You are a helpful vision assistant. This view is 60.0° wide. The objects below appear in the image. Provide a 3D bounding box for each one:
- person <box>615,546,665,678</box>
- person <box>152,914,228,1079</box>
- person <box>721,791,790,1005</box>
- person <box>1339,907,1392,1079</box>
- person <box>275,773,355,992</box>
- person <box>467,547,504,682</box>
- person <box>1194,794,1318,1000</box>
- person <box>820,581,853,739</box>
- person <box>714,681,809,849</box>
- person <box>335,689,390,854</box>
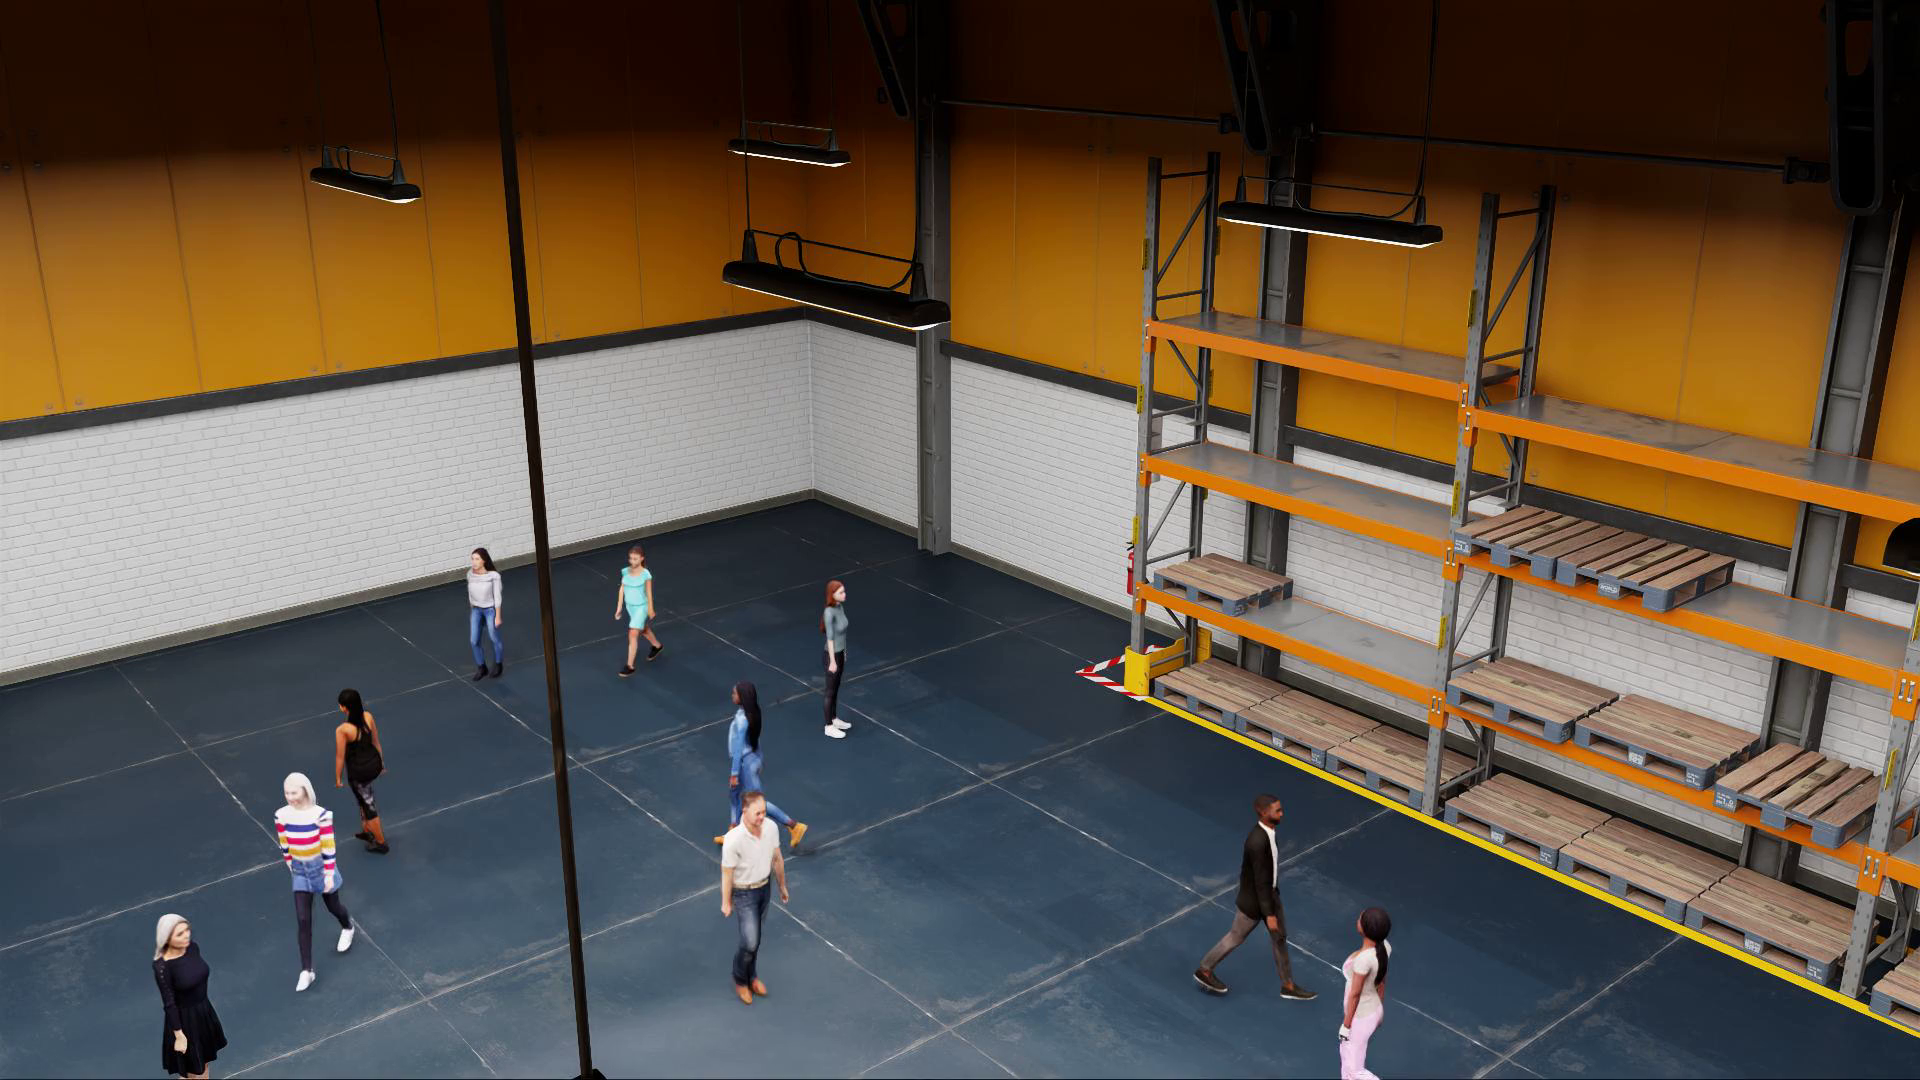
[{"bbox_3d":[-3.741,0.785,19.552,1.087,1.521,0.879,10,21,28],"label":"person"},{"bbox_3d":[-5.333,3.368,11.530,0.748,1.747,0.696,3,19,8],"label":"person"},{"bbox_3d":[-1.723,2.761,13.200,0.681,1.831,0.673,18,25,42],"label":"person"},{"bbox_3d":[2.872,3.369,11.566,1.049,1.722,0.737,14,23,35],"label":"person"},{"bbox_3d":[-5.209,2.672,13.555,1.091,1.772,1.198,0,19,0],"label":"person"},{"bbox_3d":[-5.445,0.825,19.282,0.757,1.617,0.831,5,19,16],"label":"person"},{"bbox_3d":[2.247,2.838,13.092,1.296,1.754,1.010,9,20,24],"label":"person"},{"bbox_3d":[-1.341,1.255,17.811,0.704,1.742,0.670,4,19,12],"label":"person"},{"bbox_3d":[-1.853,2.115,15.356,1.186,1.678,1.112,2,19,6],"label":"person"},{"bbox_3d":[-5.447,2.134,15.346,0.810,1.649,0.748,9,20,24],"label":"person"}]
